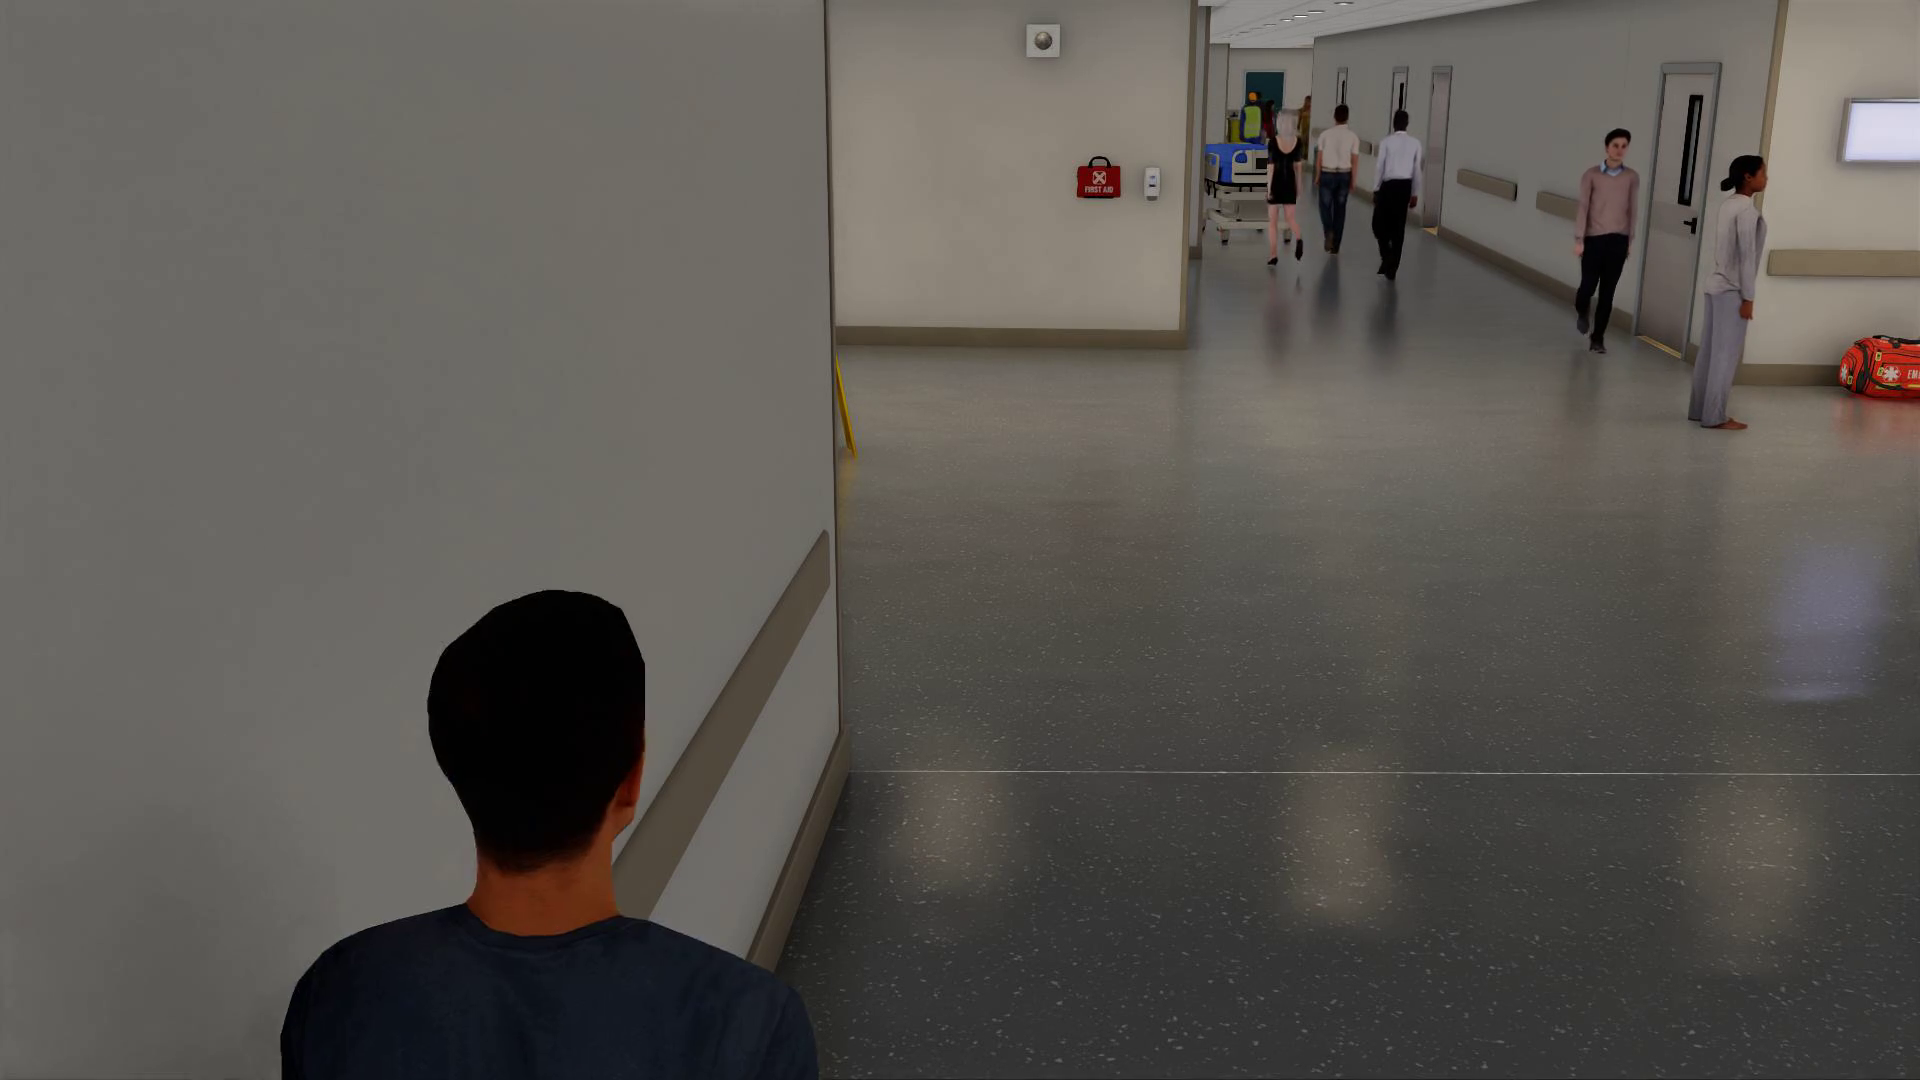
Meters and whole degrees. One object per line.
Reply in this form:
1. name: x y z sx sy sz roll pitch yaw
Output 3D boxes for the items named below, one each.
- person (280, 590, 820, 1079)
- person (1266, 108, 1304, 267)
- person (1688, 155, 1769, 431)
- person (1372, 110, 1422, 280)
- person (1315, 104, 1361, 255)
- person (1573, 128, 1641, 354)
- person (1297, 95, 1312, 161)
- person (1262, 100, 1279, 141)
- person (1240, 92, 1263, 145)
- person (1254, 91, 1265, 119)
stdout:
1. person: -0.393 0.951 1.562 0.541 1.801 0.722 1 16 4
2. person: 3.804 -4.084 19.393 0.989 1.816 0.833 -3 16 -12
3. person: 4.981 -1.609 10.763 0.519 1.736 0.627 1 16 5
4. person: 4.803 -3.782 18.305 0.616 1.825 0.740 0 16 2
5. person: 4.668 -4.463 20.699 0.925 1.837 0.765 3 16 10
6. person: 5.263 -2.439 13.609 0.913 1.789 0.733 3 16 9
7. person: 8.958 -10.523 42.626 1.263 1.603 1.199 10 18 31
8. person: 7.779 -10.445 42.475 0.931 1.526 0.826 -7 17 -23
9. person: 6.216 -8.600 35.446 0.948 1.798 0.876 -3 16 -11
10. person: 8.263 -11.611 46.329 1.015 1.688 0.758 4 16 14
